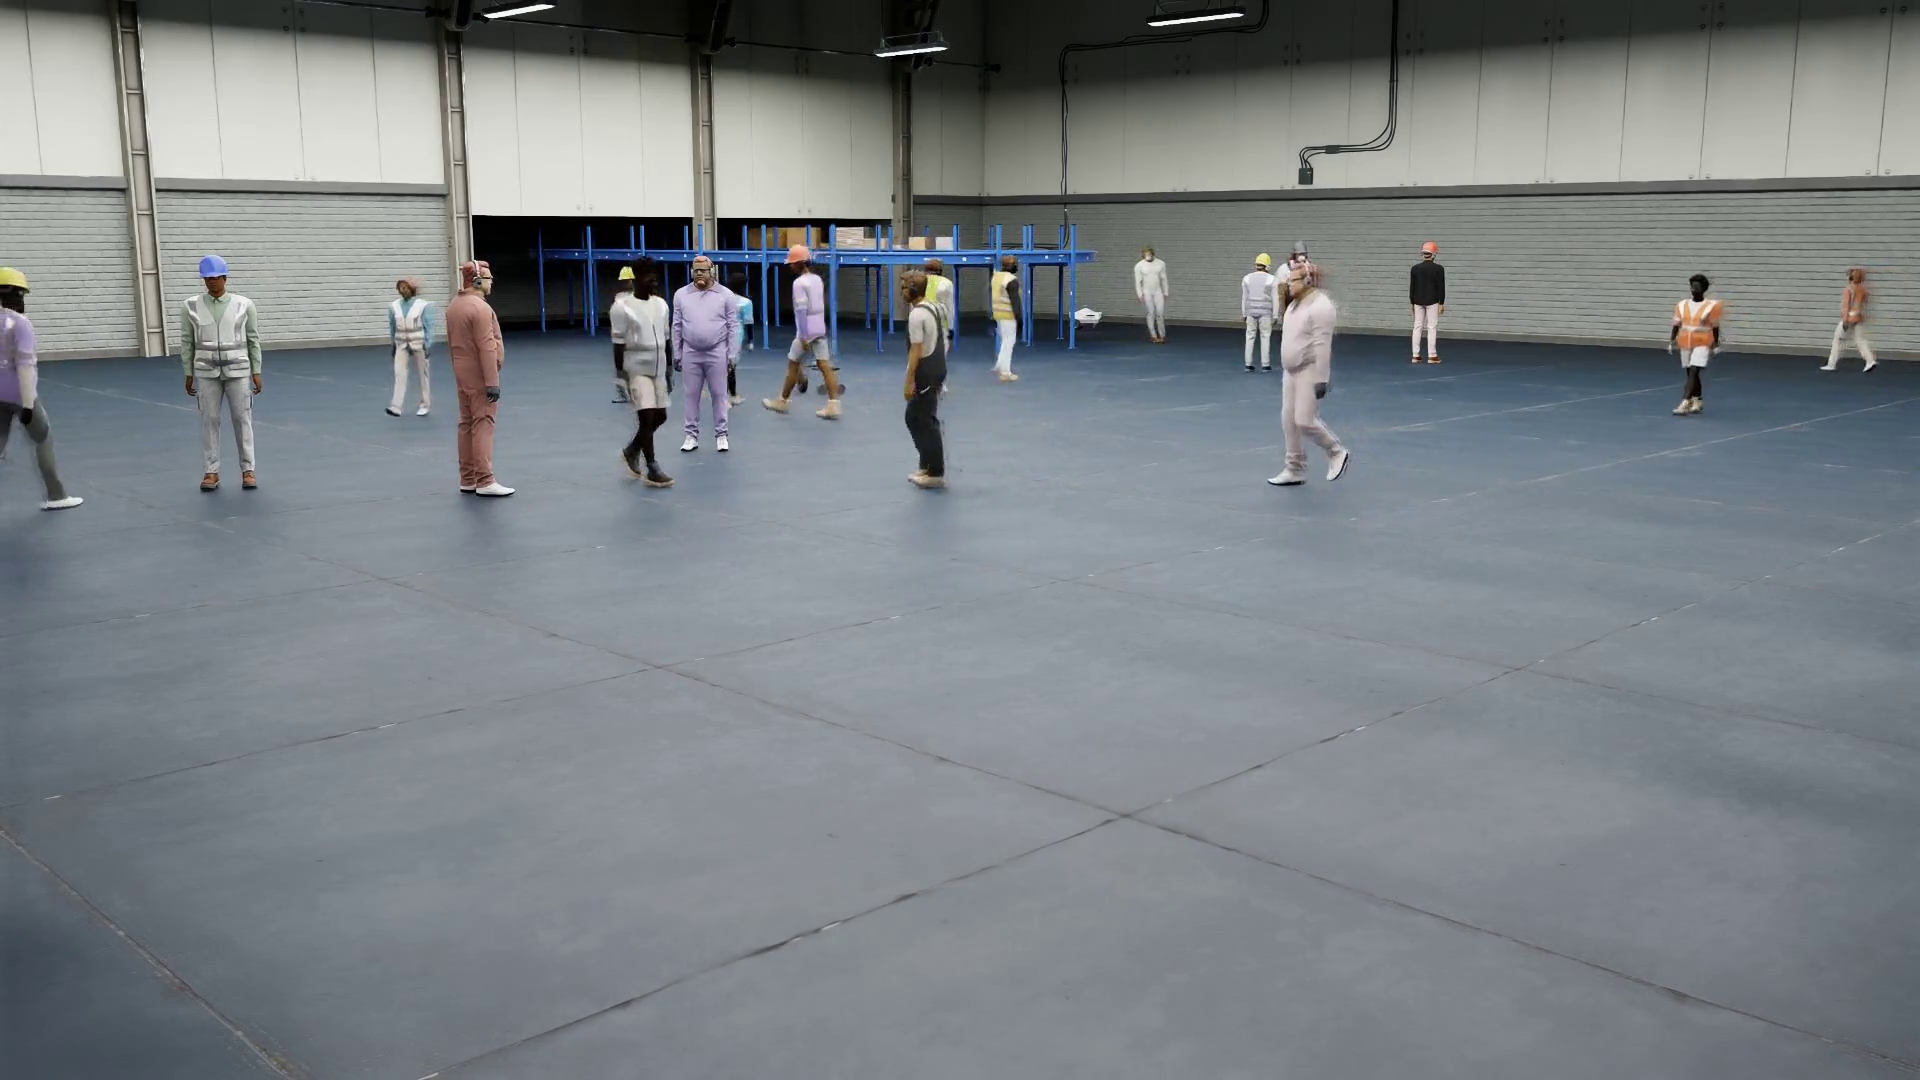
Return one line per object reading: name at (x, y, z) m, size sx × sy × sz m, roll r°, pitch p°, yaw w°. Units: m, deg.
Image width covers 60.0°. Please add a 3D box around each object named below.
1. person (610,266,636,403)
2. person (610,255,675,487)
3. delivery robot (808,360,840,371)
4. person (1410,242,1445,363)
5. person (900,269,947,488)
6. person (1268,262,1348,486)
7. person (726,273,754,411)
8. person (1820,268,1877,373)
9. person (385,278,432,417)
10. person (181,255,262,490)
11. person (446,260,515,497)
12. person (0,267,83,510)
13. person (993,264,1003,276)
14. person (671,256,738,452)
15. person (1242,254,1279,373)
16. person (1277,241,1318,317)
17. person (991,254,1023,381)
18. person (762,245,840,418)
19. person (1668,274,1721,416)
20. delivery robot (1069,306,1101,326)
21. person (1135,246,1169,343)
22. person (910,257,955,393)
person at (-4.187, -2.633, 21.266) m, size 0.542 × 1.720 × 0.916 m, roll 6°, pitch 12°, yaw 30°
person at (-2.717, -1.451, 14.214) m, size 0.728 × 1.942 × 0.633 m, roll 8°, pitch 13°, yaw 37°
delivery robot at (-1.856, -2.423, 22.449) m, size 0.335 × 0.223 × 0.698 m, roll -5°, pitch 11°, yaw -24°
person at (7.785, -3.952, 27.696) m, size 0.612 × 1.997 × 0.375 m, roll 9°, pitch 13°, yaw 39°
person at (-0.342, -1.352, 13.982) m, size 0.521 × 1.822 × 0.550 m, roll 2°, pitch 11°, yaw 12°
person at (2.952, -1.396, 14.062) m, size 0.550 × 1.886 × 0.660 m, roll -3°, pitch 11°, yaw -18°
person at (-2.745, -2.421, 20.266) m, size 0.543 × 1.646 × 0.782 m, roll 6°, pitch 12°, yaw 29°
person at (13.877, -3.407, 25.802) m, size 0.528 × 1.603 × 0.829 m, roll -6°, pitch 12°, yaw -29°
person at (-6.407, -2.219, 19.294) m, size 0.541 × 1.599 × 0.806 m, roll 1°, pitch 10°, yaw 6°
person at (-6.168, -1.400, 13.912) m, size 0.617 × 1.946 × 0.393 m, roll -3°, pitch 11°, yaw -18°
person at (-3.914, -1.319, 13.585) m, size 0.402 × 1.906 × 0.652 m, roll -8°, pitch 13°, yaw -39°
person at (-7.239, -1.120, 12.596) m, size 0.575 × 1.882 × 0.962 m, roll 5°, pitch 11°, yaw 24°
person at (1.006, -5.914, 39.431) m, size 0.524 × 1.615 × 0.487 m, roll -1°, pitch 10°, yaw -5°
person at (-2.517, -1.829, 16.364) m, size 0.651 × 1.909 × 0.409 m, roll 0°, pitch 10°, yaw 0°
person at (4.663, -3.520, 25.814) m, size 0.590 × 1.826 × 0.403 m, roll 6°, pitch 12°, yaw 28°
person at (5.468, -3.807, 26.902) m, size 0.696 × 2.000 × 0.595 m, roll -1°, pitch 10°, yaw -4°
person at (0.700, -3.234, 24.243) m, size 0.451 × 1.830 × 0.660 m, roll -5°, pitch 11°, yaw -25°
person at (-1.849, -2.420, 19.358) m, size 1.062 × 1.981 × 0.634 m, roll 6°, pitch 12°, yaw 30°
person at (8.680, -2.306, 19.660) m, size 0.864 × 1.652 × 0.544 m, roll -8°, pitch 13°, yaw -38°
delivery robot at (2.813, -5.005, 37.235) m, size 0.707 × 0.478 × 0.477 m, roll 1°, pitch 11°, yaw 8°
person at (3.797, -4.815, 32.677) m, size 0.719 × 1.894 × 0.692 m, roll -1°, pitch 10°, yaw -7°
person at (-0.401, -2.865, 22.270) m, size 0.638 × 1.827 × 0.635 m, roll 5°, pitch 12°, yaw 26°
